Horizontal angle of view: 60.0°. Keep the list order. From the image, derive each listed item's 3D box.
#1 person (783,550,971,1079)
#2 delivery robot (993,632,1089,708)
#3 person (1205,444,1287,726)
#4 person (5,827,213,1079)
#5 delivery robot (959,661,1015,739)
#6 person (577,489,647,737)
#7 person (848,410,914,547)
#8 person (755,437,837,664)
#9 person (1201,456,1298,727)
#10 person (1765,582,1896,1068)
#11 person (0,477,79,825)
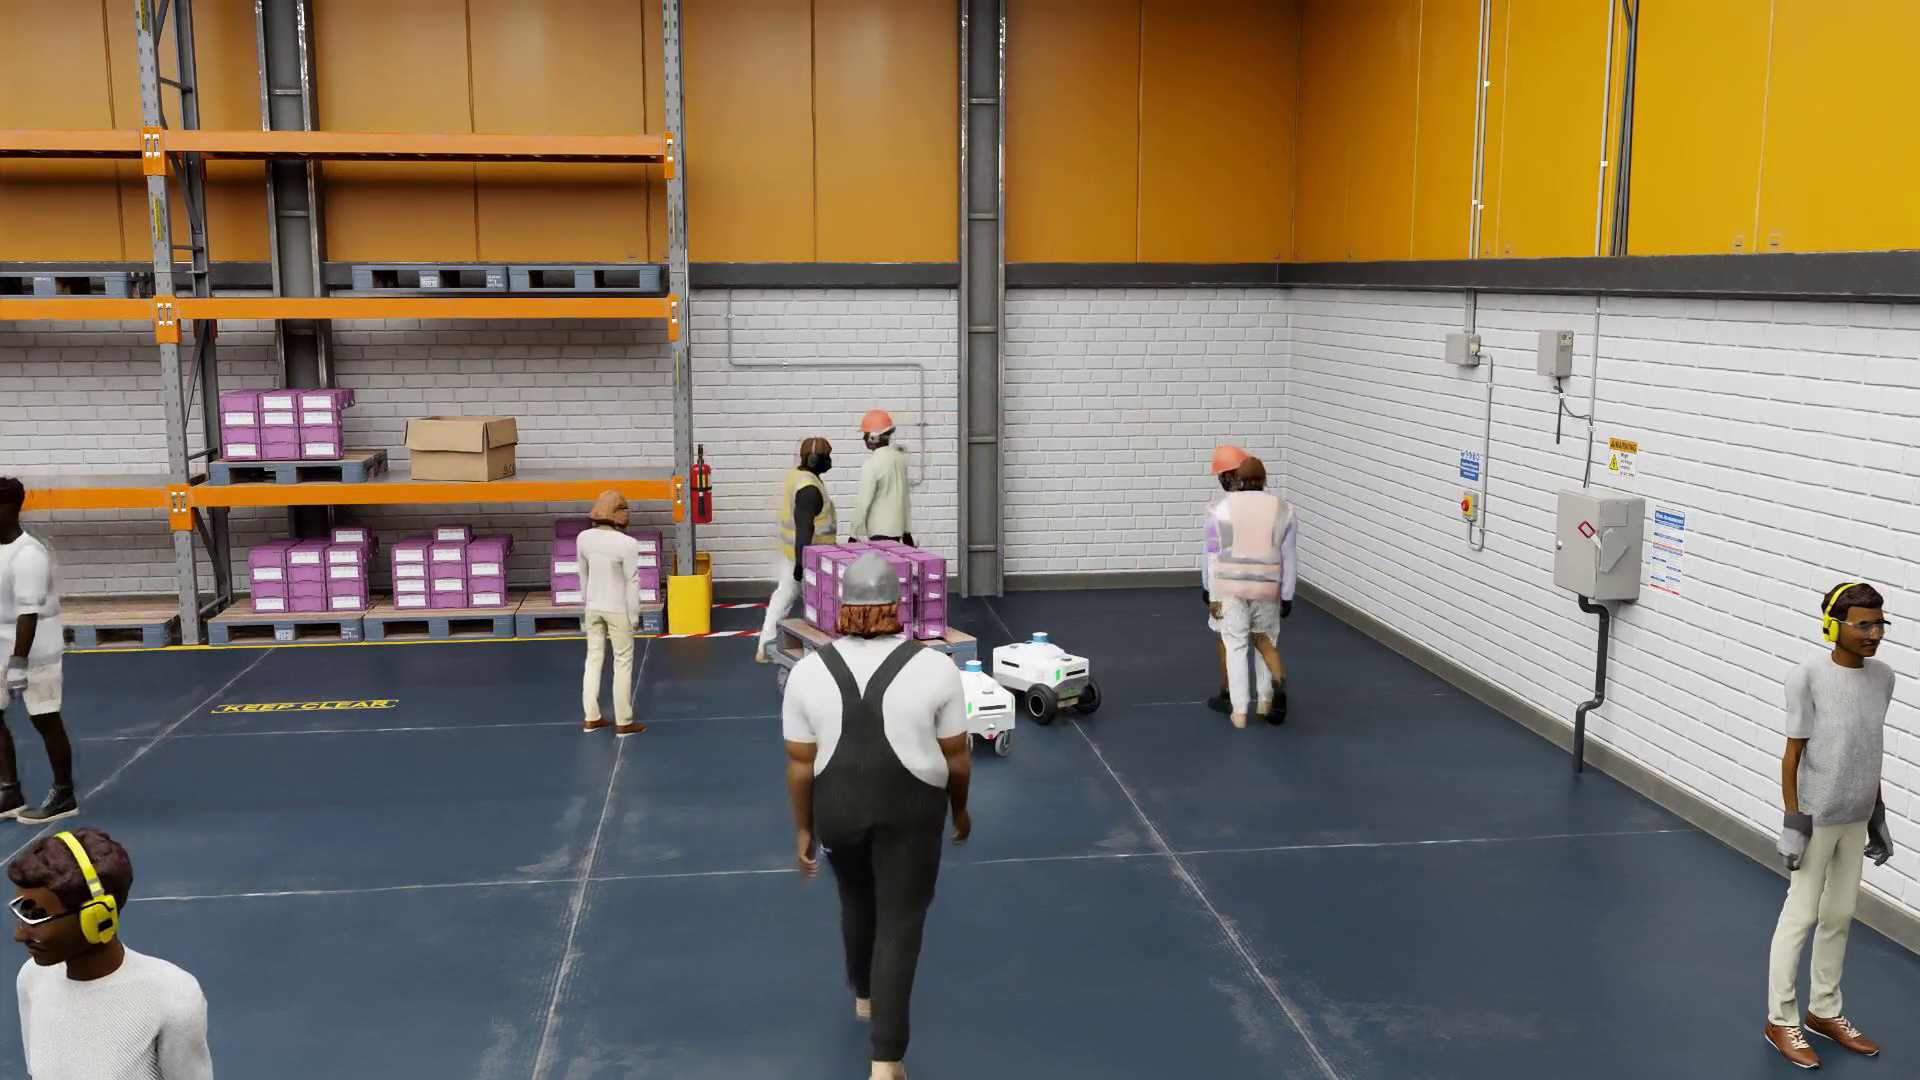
[{"bbox_3d":[-0.309,1.001,6.373,0.686,2.000,1.030,2,9,12],"label":"person"},{"bbox_3d":[0.552,0.880,11.457,0.477,0.478,0.707,-8,12,-40],"label":"delivery robot"},{"bbox_3d":[1.936,0.306,11.168,0.572,1.901,0.837,-3,10,-18],"label":"person"},{"bbox_3d":[-1.852,1.527,3.645,0.538,1.863,0.313,3,10,18],"label":"person"},{"bbox_3d":[0.087,1.015,10.617,0.477,0.478,0.707,-3,10,-19],"label":"delivery robot"},{"bbox_3d":[-2.302,0.476,10.938,0.516,1.628,0.276,4,10,26],"label":"person"},{"bbox_3d":[-0.665,-0.081,13.465,1.059,1.939,0.626,4,10,23],"label":"person"},{"bbox_3d":[-1.140,0.093,12.863,0.996,1.790,0.632,-3,9,-16],"label":"person"},{"bbox_3d":[1.944,0.334,11.263,0.624,1.815,0.620,1,9,5],"label":"person"},{"bbox_3d":[3.376,1.081,6.404,0.512,1.872,0.328,-3,10,-20],"label":"person"},{"bbox_3d":[-5.201,0.621,9.024,0.686,1.943,0.644,-9,13,-43],"label":"person"}]
